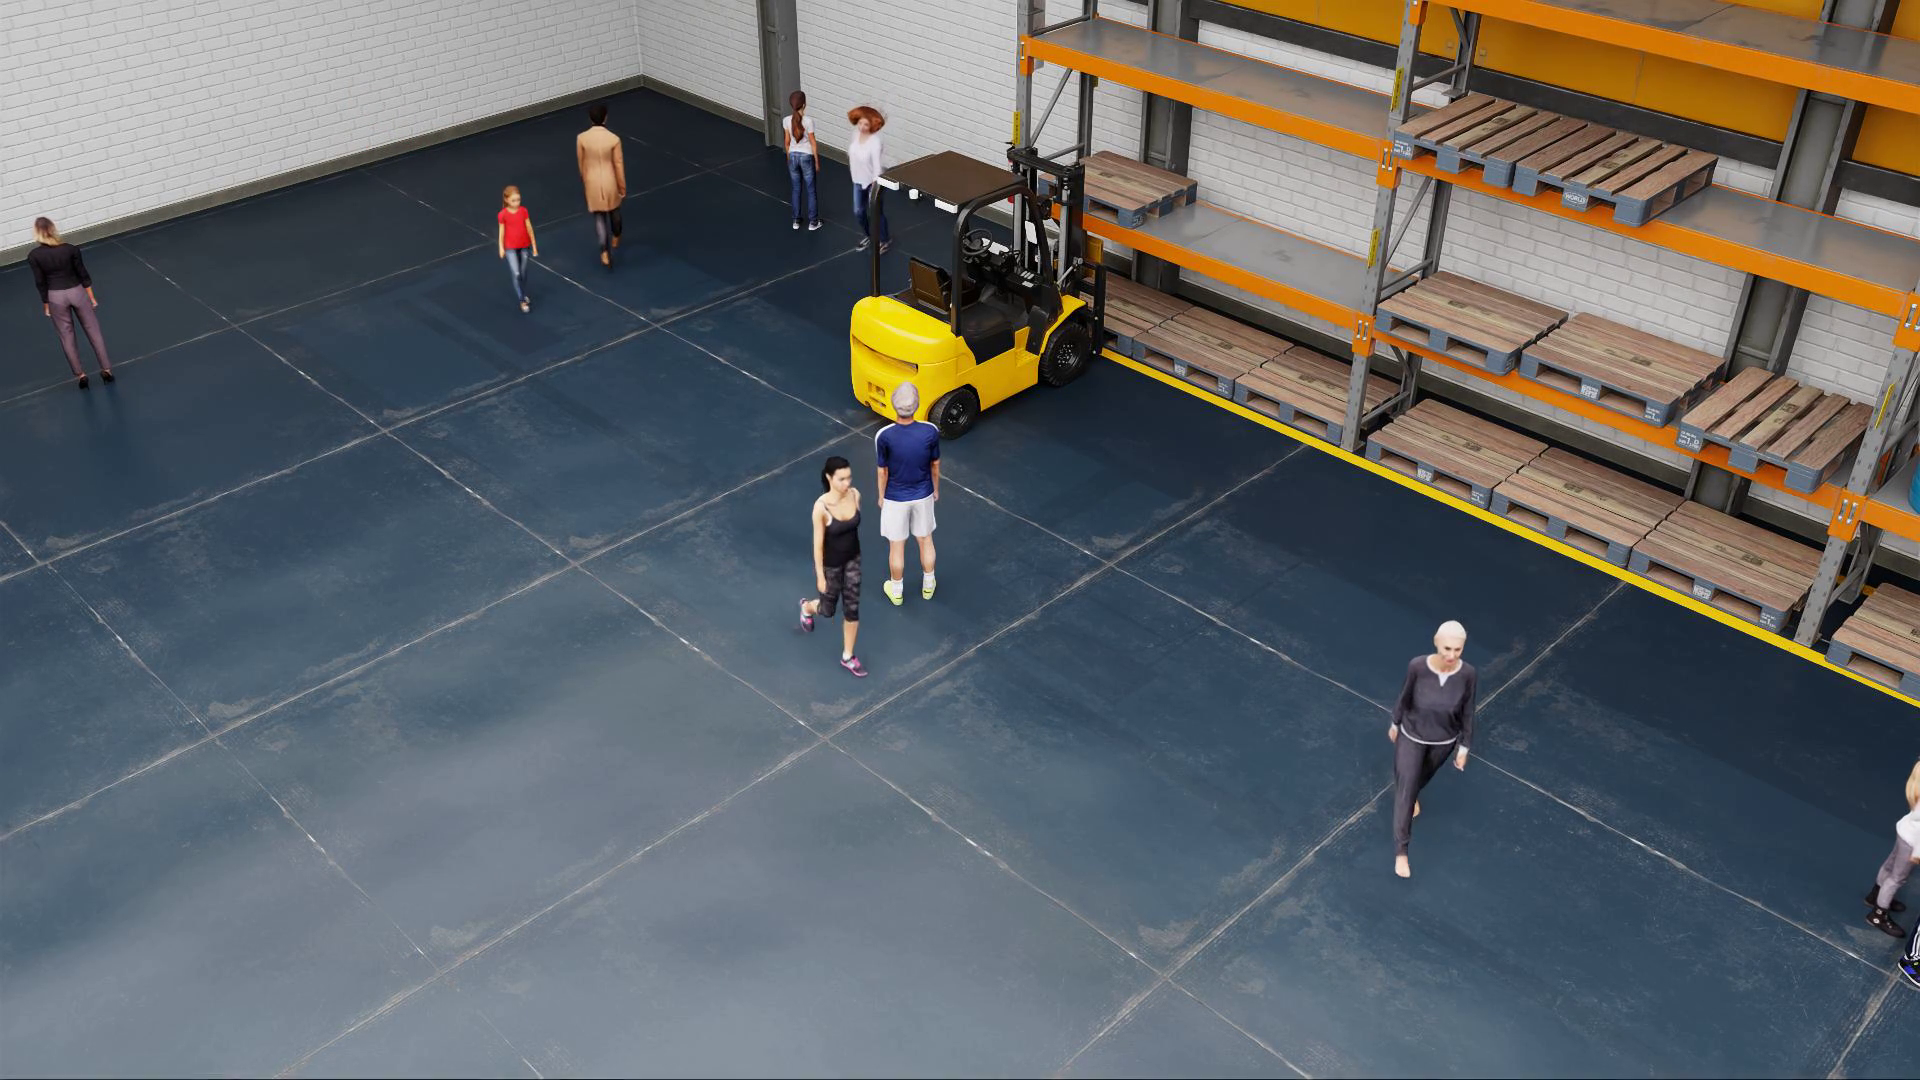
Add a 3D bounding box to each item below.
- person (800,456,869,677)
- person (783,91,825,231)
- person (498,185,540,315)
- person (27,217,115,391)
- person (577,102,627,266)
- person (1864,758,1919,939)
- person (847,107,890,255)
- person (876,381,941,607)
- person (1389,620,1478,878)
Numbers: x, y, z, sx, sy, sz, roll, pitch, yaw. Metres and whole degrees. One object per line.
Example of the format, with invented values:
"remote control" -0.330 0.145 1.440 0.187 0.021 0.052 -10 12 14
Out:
"person" -0.902 0.138 11.729 0.648 1.706 0.974 -24 40 -31
"person" -1.748 -4.209 18.398 0.587 1.563 0.679 10 35 14
"person" -4.496 -2.985 16.802 0.598 1.293 0.812 -19 38 -26
"person" -8.149 -2.160 15.218 0.655 1.670 0.616 -18 38 -25
"person" -3.794 -3.726 17.558 1.029 1.689 1.187 -6 34 -8
"person" 5.567 1.731 9.719 0.570 1.279 0.546 16 37 23
"person" -0.932 -3.848 17.744 0.712 1.685 0.616 -19 38 -26
"person" -0.382 -0.342 12.332 0.722 1.839 0.725 -9 35 -13
"person" 2.886 1.149 10.237 1.123 1.674 1.105 4 34 7
